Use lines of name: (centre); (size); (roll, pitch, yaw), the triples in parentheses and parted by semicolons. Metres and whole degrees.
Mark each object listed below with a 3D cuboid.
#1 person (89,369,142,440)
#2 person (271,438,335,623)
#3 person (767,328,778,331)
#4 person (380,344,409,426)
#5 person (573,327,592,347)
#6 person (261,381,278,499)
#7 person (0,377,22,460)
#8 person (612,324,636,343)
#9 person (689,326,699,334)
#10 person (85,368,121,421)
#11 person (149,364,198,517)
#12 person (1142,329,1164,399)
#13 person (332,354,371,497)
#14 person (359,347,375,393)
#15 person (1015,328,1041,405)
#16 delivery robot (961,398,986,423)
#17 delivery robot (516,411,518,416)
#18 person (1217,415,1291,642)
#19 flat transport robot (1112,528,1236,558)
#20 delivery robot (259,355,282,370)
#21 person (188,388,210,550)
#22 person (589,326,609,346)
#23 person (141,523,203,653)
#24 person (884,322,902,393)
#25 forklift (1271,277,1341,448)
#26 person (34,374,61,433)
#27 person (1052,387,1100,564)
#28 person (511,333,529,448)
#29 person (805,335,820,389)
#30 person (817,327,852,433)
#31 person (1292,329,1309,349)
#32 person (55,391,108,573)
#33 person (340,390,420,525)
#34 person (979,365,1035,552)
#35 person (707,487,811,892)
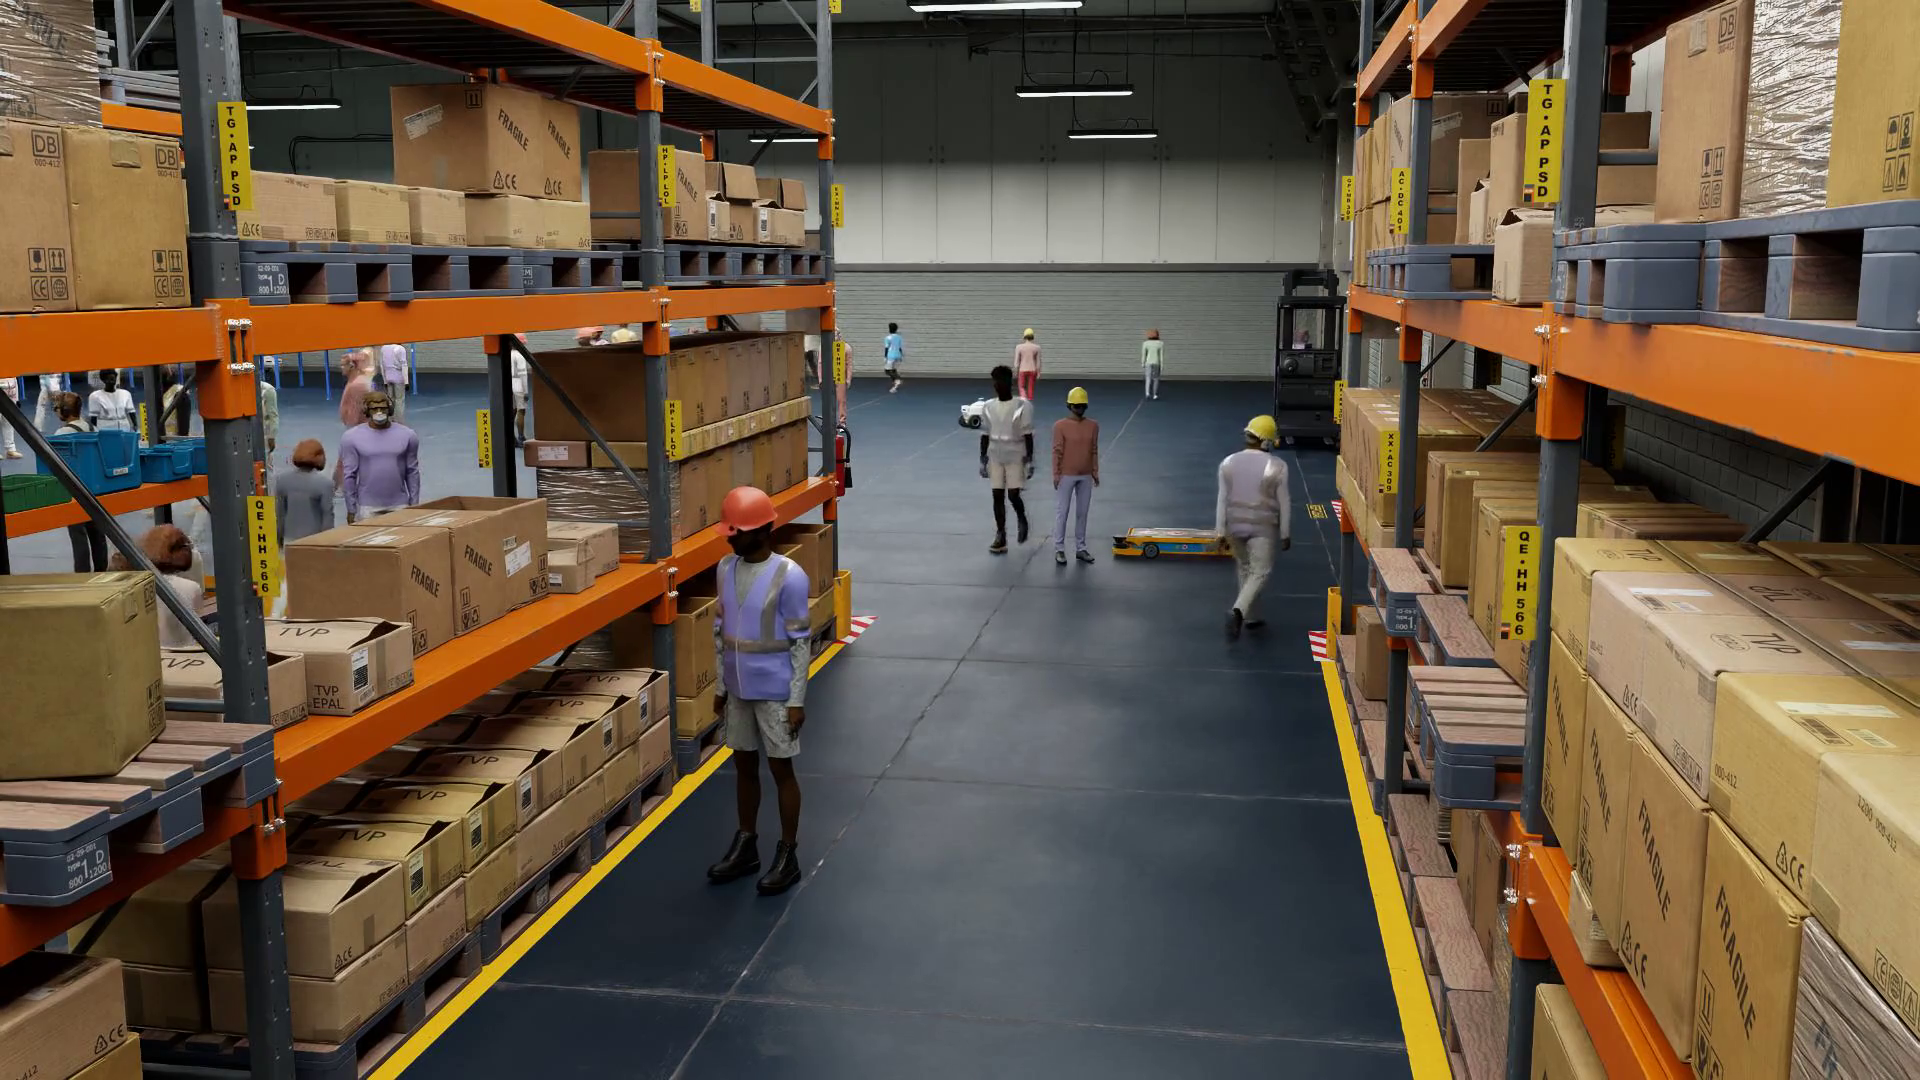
person: (-10.843, -1.371, 21.348); (0.403, 1.689, 0.551); (7, 12, 37)
person: (-5.196, 0.010, 13.089); (0.548, 1.606, 0.699); (1, 9, 8)
person: (-3.692, -3.177, 32.079); (0.478, 1.816, 0.602); (4, 10, 22)
person: (-10.156, -2.890, 29.987); (0.595, 1.925, 0.374); (5, 10, 28)
person: (-6.124, -2.549, 27.639); (0.631, 2.012, 0.718); (2, 9, 12)
person: (-8.351, -1.222, 19.674); (0.602, 1.937, 0.405); (3, 10, 17)
person: (-14.893, -2.173, 25.832); (0.429, 1.842, 0.632); (4, 10, 25)
person: (-7.614, -4.139, 37.717); (0.550, 1.919, 0.644); (-2, 9, -11)
person: (-6.143, -4.125, 38.501); (0.307, 1.638, 0.512); (-8, 12, -40)
person: (-12.508, -1.932, 24.314); (0.461, 1.854, 0.530); (5, 10, 27)
person: (-9.435, -1.196, 19.864); (0.624, 1.854, 0.429); (6, 11, 33)
person: (4.377, -3.991, 37.768); (0.504, 1.610, 0.735); (2, 9, 13)
person: (-7.763, -1.425, 21.151); (0.976, 1.852, 0.676); (-4, 10, -24)
person: (-11.951, -3.309, 33.483); (0.361, 1.622, 0.550); (0, 9, -2)
person: (1.388, -3.439, 33.883); (0.549, 1.752, 0.407); (0, 9, -2)
delivery robot: (0.395, -2.416, 31.128); (0.707, 0.478, 0.477); (-4, 10, -25)
delivery robot: (-8.671, -2.536, 31.871); (0.477, 0.478, 0.707); (-3, 10, -18)
person: (2.284, -0.090, 13.135); (0.589, 1.798, 0.802); (7, 11, 35)
flat transport robot: (2.319, 0.022, 17.257); (1.431, 0.197, 0.652); (1, 9, 9)
delivery robot: (-19.795, -5.084, 47.585); (0.707, 0.478, 0.477); (1, 9, 9)
person: (-7.658, -0.770, 17.050); (0.612, 1.876, 0.954); (6, 11, 34)
person: (-6.930, -3.198, 31.856); (0.545, 1.938, 0.356); (5, 11, 30)
person: (-4.084, 0.719, 8.667); (0.528, 1.614, 0.440); (4, 10, 21)
person: (-1.564, -4.366, 39.842); (0.441, 1.679, 0.547); (8, 12, 42)
forklift: (5.847, -3.016, 27.970); (1.129, 2.768, 1.873); (1, 9, 9)
person: (-16.395, -2.734, 30.055); (0.876, 1.593, 0.497); (-1, 9, -5)
person: (1.172, -0.651, 16.679); (0.533, 1.767, 0.326); (-4, 10, -25)
person: (-7.312, -2.502, 27.570); (0.551, 1.934, 0.373); (8, 12, 41)
person: (-3.867, -4.688, 41.054); (1.035, 1.933, 0.639); (-4, 10, -24)
person: (-2.278, -2.908, 30.186); (0.638, 1.902, 0.407); (1, 9, 7)
person: (6.238, -2.921, 30.388); (0.954, 1.866, 0.658); (-7, 11, -36)
person: (-7.991, -0.431, 15.101); (0.331, 1.840, 0.509); (1, 9, 8)
person: (-4.816, -0.286, 13.898); (0.630, 1.938, 0.369); (-5, 11, -29)
person: (0.489, -0.854, 17.352); (0.635, 1.949, 0.467); (5, 11, 29)
person: (-0.961, 0.700, 7.854); (0.545, 1.927, 0.385); (6, 11, 35)
